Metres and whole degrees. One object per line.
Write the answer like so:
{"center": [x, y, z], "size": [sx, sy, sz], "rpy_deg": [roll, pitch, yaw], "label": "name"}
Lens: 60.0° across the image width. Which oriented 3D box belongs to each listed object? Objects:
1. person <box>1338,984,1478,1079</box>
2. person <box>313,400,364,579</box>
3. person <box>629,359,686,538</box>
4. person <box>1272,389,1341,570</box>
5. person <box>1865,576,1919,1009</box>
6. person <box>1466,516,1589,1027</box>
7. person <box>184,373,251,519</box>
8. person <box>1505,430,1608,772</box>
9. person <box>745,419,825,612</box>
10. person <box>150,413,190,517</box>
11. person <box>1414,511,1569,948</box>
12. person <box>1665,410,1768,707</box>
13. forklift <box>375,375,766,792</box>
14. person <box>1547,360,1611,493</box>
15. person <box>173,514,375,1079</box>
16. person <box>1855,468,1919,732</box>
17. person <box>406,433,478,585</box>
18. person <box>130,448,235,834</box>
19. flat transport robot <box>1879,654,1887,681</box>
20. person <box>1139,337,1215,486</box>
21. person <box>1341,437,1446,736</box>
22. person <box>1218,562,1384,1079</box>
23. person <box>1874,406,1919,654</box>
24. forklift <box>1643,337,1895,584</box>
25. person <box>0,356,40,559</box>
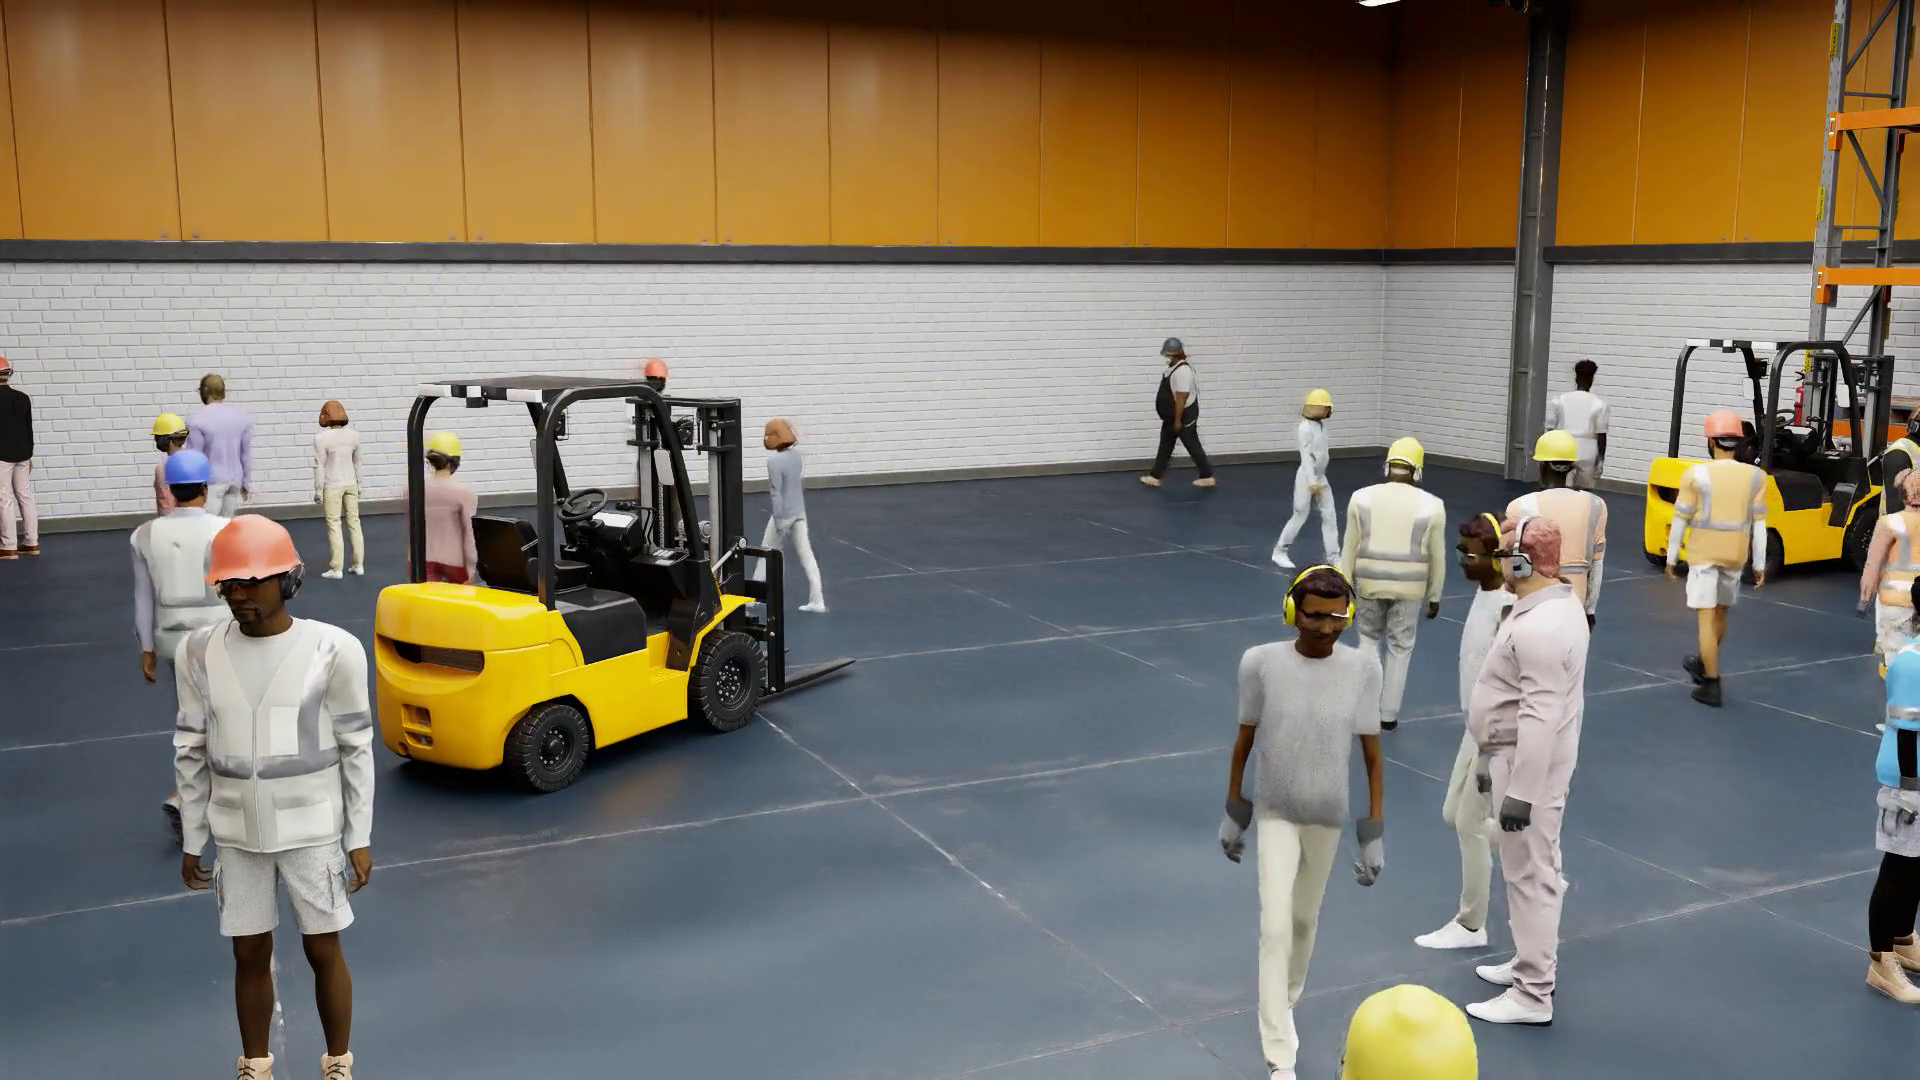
{"center": [0.653, 1.525, 2.507], "size": [0.554, 1.740, 0.685], "rpy_deg": [1, 9, 7], "label": "person"}
{"center": [-5.689, -0.462, 15.236], "size": [0.270, 1.627, 0.503], "rpy_deg": [5, 11, 30], "label": "person"}
{"center": [-3.036, -0.865, 16.825], "size": [0.545, 1.909, 0.847], "rpy_deg": [-7, 12, -39], "label": "person"}
{"center": [3.315, -0.567, 15.608], "size": [0.766, 1.712, 0.486], "rpy_deg": [9, 12, 43], "label": "person"}
{"center": [3.721, 0.926, 6.407], "size": [0.532, 1.696, 0.319], "rpy_deg": [-8, 12, -42], "label": "person"}
{"center": [2.105, 0.853, 6.226], "size": [0.403, 1.901, 0.651], "rpy_deg": [4, 10, 24], "label": "person"}
{"center": [-6.427, -0.498, 14.543], "size": [0.663, 1.921, 0.636], "rpy_deg": [4, 10, 24], "label": "person"}
{"center": [3.275, 0.351, 9.255], "size": [0.587, 1.928, 0.363], "rpy_deg": [-2, 9, -10], "label": "person"}
{"center": [-1.488, -0.196, 13.700], "size": [0.855, 1.591, 0.518], "rpy_deg": [5, 10, 27], "label": "person"}
{"center": [-5.760, -0.050, 12.246], "size": [0.310, 1.768, 0.533], "rpy_deg": [0, 9, 1], "label": "person"}
{"center": [2.203, 0.794, 6.799], "size": [0.537, 1.848, 0.526], "rpy_deg": [0, 9, 3], "label": "person"}
{"center": [4.945, 0.093, 10.972], "size": [0.570, 1.891, 0.896], "rpy_deg": [0, 9, 1], "label": "person"}
{"center": [-2.268, 0.149, 9.685], "size": [1.214, 2.155, 2.313], "rpy_deg": [6, 11, 32], "label": "forklift"}
{"center": [6.249, -0.872, 16.877], "size": [0.616, 1.920, 0.998], "rpy_deg": [5, 10, 28], "label": "person"}
{"center": [-2.191, 0.928, 5.317], "size": [0.615, 2.042, 0.372], "rpy_deg": [0, 9, -2], "label": "person"}
{"center": [5.688, 0.378, 10.040], "size": [0.516, 1.624, 0.427], "rpy_deg": [-2, 9, -9], "label": "person"}
{"center": [-3.456, 0.135, 11.245], "size": [0.527, 1.721, 0.902], "rpy_deg": [1, 9, 6], "label": "person"}
{"center": [-3.848, 0.502, 8.360], "size": [0.603, 1.920, 0.906], "rpy_deg": [1, 9, 3], "label": "person"}
{"center": [6.445, 0.951, 10.656], "size": [0.652, 0.197, 1.431], "rpy_deg": [2, 9, 15], "label": "flat transport robot"}
{"center": [2.854, -1.692, 21.581], "size": [1.001, 2.000, 0.738], "rpy_deg": [-1, 9, -8], "label": "person"}
{"center": [2.618, 0.282, 10.043], "size": [0.610, 1.810, 0.428], "rpy_deg": [4, 10, 22], "label": "person"}
{"center": [1.174, 0.988, 5.636], "size": [0.527, 1.816, 0.968], "rpy_deg": [0, 9, 1], "label": "person"}
{"center": [6.955, -0.068, 12.137], "size": [0.621, 1.840, 0.430], "rpy_deg": [-7, 11, -37], "label": "person"}
{"center": [7.551, -0.789, 15.507], "size": [2.313, 2.155, 1.214], "rpy_deg": [-4, 10, -25], "label": "forklift"}
{"center": [-9.333, -0.809, 16.274], "size": [0.402, 1.988, 0.613], "rpy_deg": [2, 9, 12], "label": "person"}
